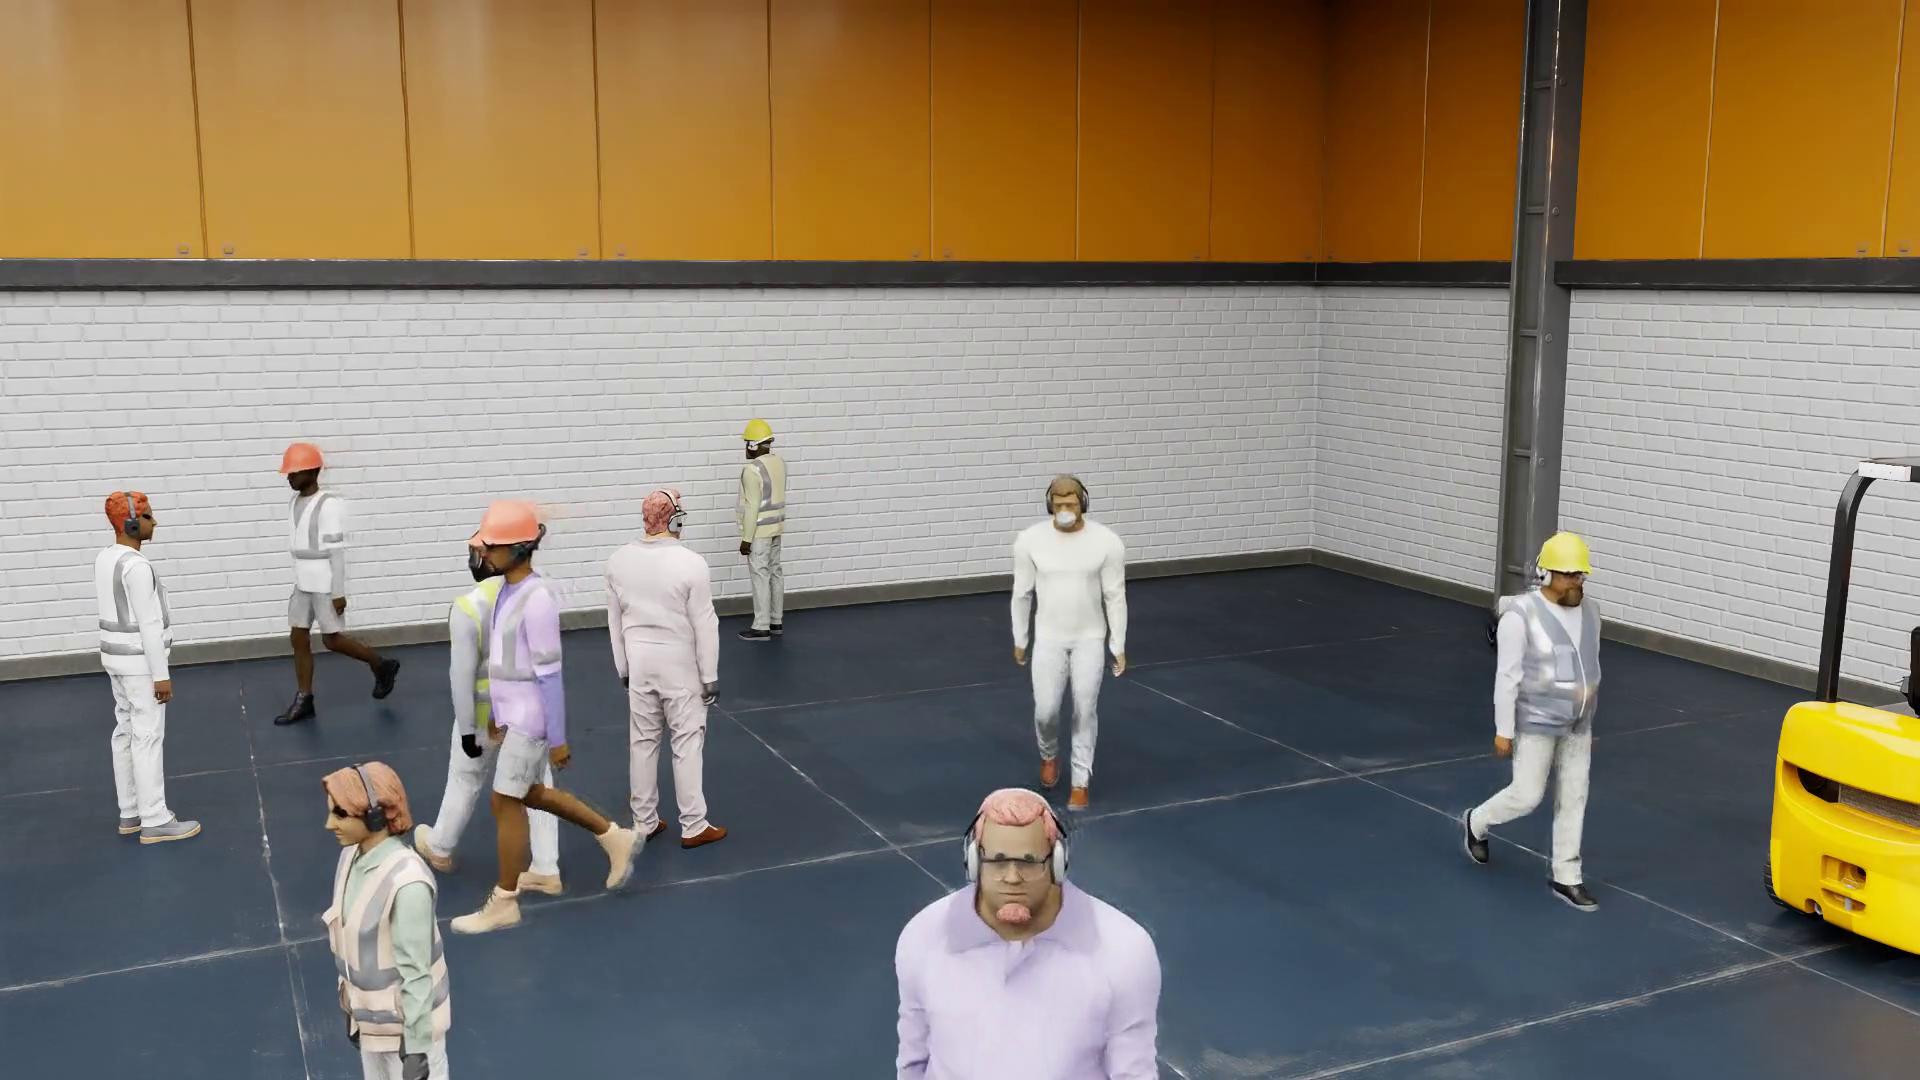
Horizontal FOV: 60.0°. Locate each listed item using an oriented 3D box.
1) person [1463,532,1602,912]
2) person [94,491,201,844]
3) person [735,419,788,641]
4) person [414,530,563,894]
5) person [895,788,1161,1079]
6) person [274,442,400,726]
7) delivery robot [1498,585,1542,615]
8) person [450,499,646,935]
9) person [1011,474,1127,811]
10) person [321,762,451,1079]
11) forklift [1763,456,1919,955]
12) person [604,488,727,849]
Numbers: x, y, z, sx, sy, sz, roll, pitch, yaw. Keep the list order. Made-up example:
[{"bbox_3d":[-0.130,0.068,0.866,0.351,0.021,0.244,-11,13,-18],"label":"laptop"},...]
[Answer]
[{"bbox_3d":[2.818,0.841,8.076,0.599,1.813,0.698,-4,10,-24],"label":"person"},{"bbox_3d":[-4.374,0.674,8.876,0.575,1.883,0.355,8,12,41],"label":"person"},{"bbox_3d":[-1.651,-0.086,13.745,0.403,1.833,0.586,3,10,20],"label":"person"},{"bbox_3d":[-2.333,0.825,8.239,0.971,1.783,0.628,7,11,36],"label":"person"},{"bbox_3d":[0.161,1.463,4.011,0.631,1.878,0.937,1,9,7],"label":"person"},{"bbox_3d":[-4.293,0.270,11.314,0.551,1.912,0.814,7,11,37],"label":"person"},{"bbox_3d":[4.545,0.602,13.138,0.477,0.478,0.707,-1,9,-6],"label":"delivery robot"},{"bbox_3d":[-1.925,0.796,7.717,0.875,2.020,0.608,-4,10,-25],"label":"person"},{"bbox_3d":[0.615,0.567,9.428,0.652,1.920,0.477,1,9,4],"label":"person"},{"bbox_3d":[-1.669,1.443,4.900,0.321,1.631,0.523,-8,12,-40],"label":"person"},{"bbox_3d":[4.857,0.731,7.561,2.313,2.155,1.214,-4,10,-25],"label":"forklift"},{"bbox_3d":[-1.537,0.677,8.786,0.640,1.909,0.409,4,10,22],"label":"person"}]
